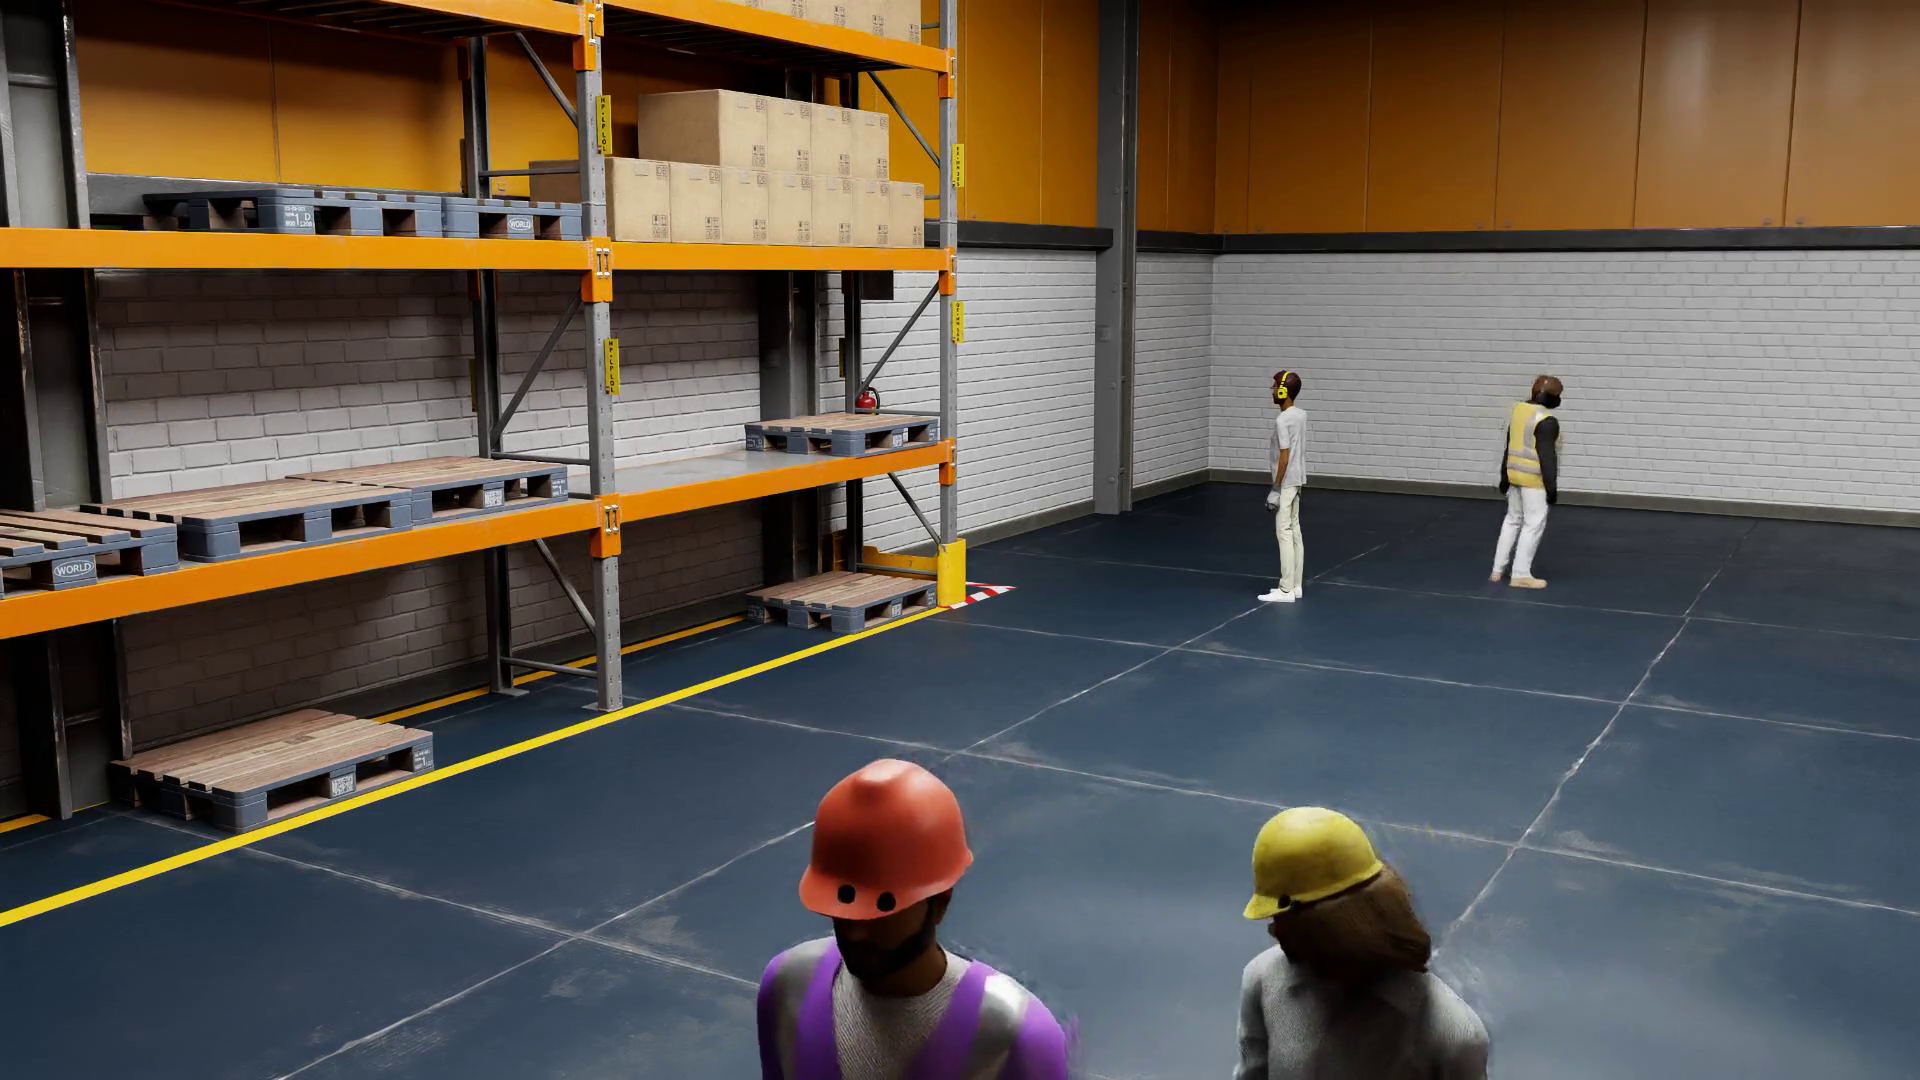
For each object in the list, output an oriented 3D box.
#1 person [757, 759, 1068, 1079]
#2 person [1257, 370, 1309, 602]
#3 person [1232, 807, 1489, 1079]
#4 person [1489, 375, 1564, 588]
[{"bbox_3d":[-0.064,1.258,2.734,0.560,1.922,0.645,5,10,26],"label":"person"},{"bbox_3d":[2.619,-0.430,13.429,0.327,1.874,0.520,6,11,31],"label":"person"},{"bbox_3d":[0.683,1.326,2.989,0.546,1.701,0.573,9,13,44],"label":"person"},{"bbox_3d":[4.802,-0.490,14.036,0.458,1.804,0.761,-1,9,-9],"label":"person"}]
